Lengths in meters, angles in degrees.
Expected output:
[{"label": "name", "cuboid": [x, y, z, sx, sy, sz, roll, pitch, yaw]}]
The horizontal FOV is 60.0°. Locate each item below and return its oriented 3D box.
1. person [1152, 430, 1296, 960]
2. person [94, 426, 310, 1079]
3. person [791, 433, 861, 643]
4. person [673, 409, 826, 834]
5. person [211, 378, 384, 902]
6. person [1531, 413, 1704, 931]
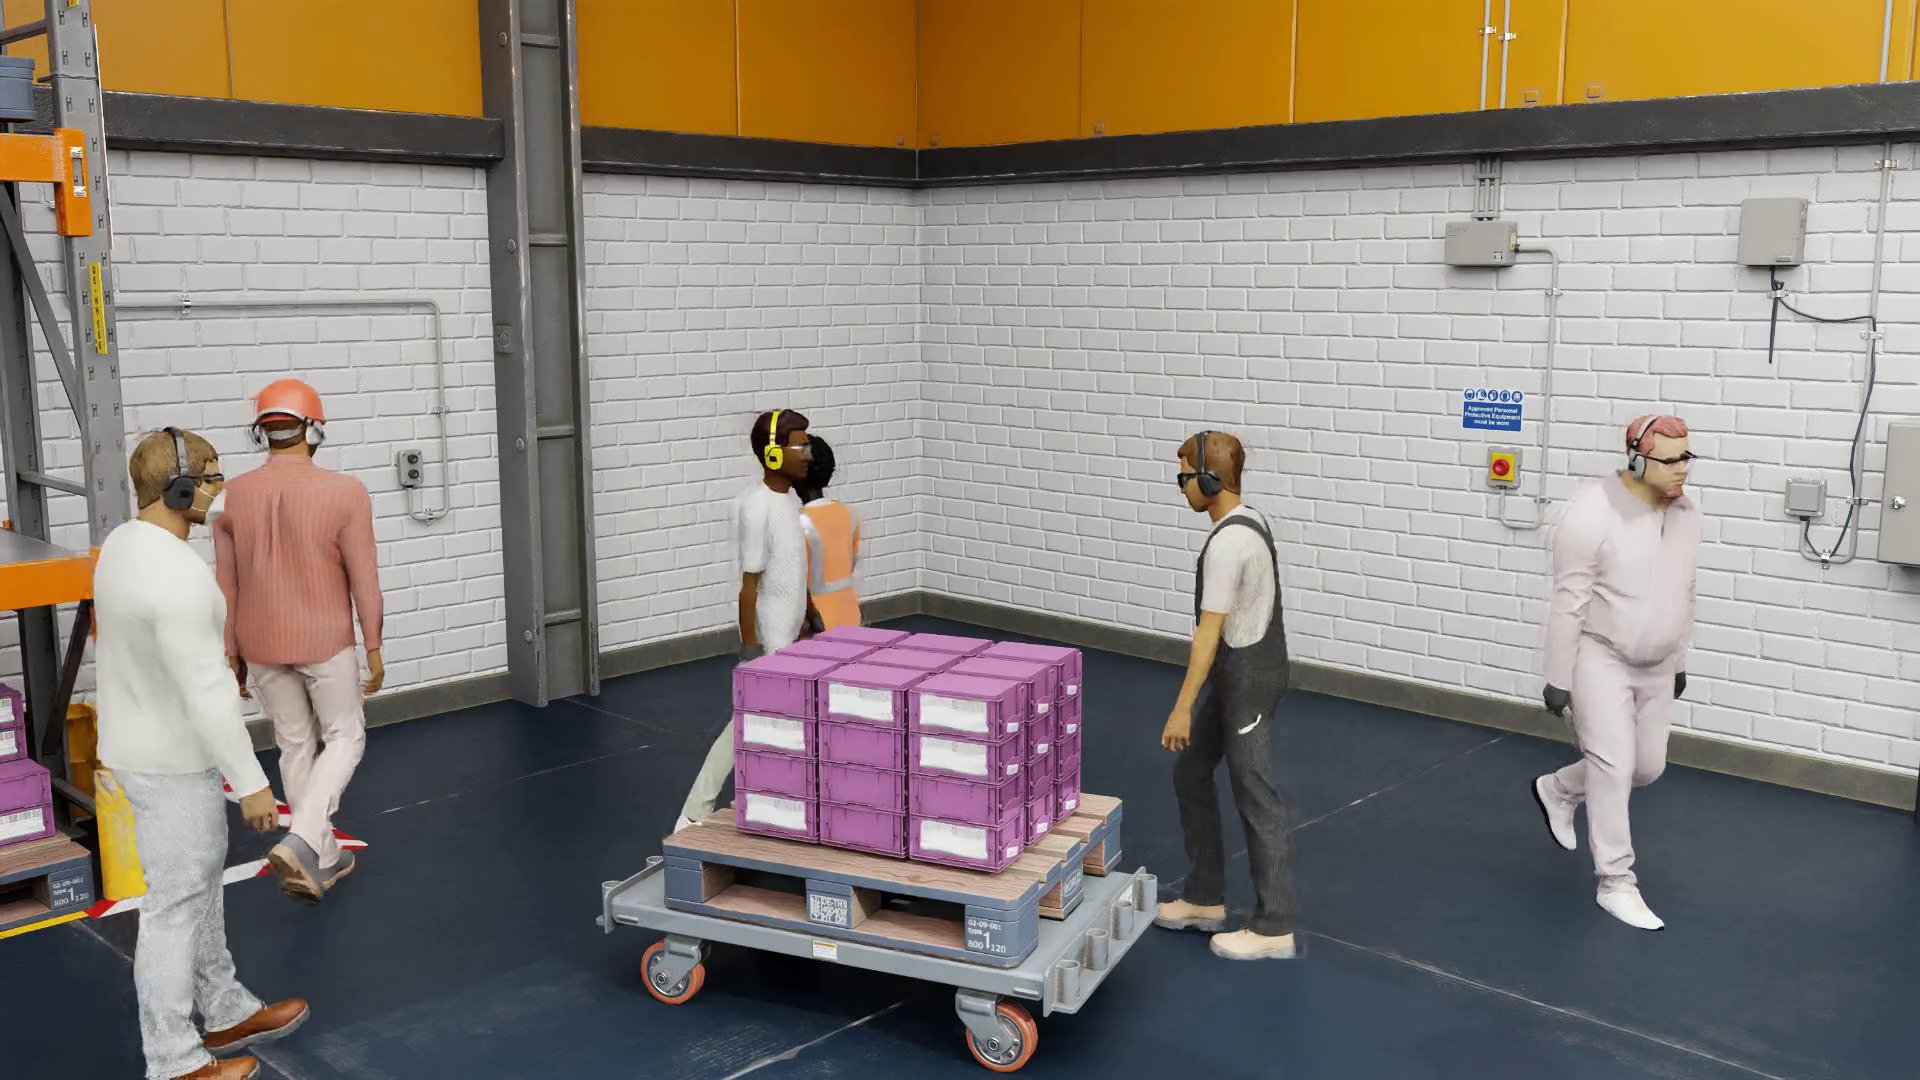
[{"label": "person", "cuboid": [0.881, 0.535, 5.713, 0.664, 1.809, 0.556, 2, 10, 13]}, {"label": "person", "cuboid": [-2.128, 0.639, 4.804, 0.702, 1.926, 0.651, -7, 12, -37]}, {"label": "person", "cuboid": [-0.569, 0.393, 7.026, 0.551, 1.691, 0.545, 5, 11, 28]}, {"label": "person", "cuboid": [-0.723, 0.383, 6.645, 0.976, 1.830, 0.525, 0, 9, 2]}, {"label": "person", "cuboid": [-2.456, 0.391, 6.152, 0.620, 1.964, 0.696, 0, 9, -1]}, {"label": "person", "cuboid": [2.391, 0.440, 6.167, 0.660, 1.872, 0.704, -4, 10, -23]}]
